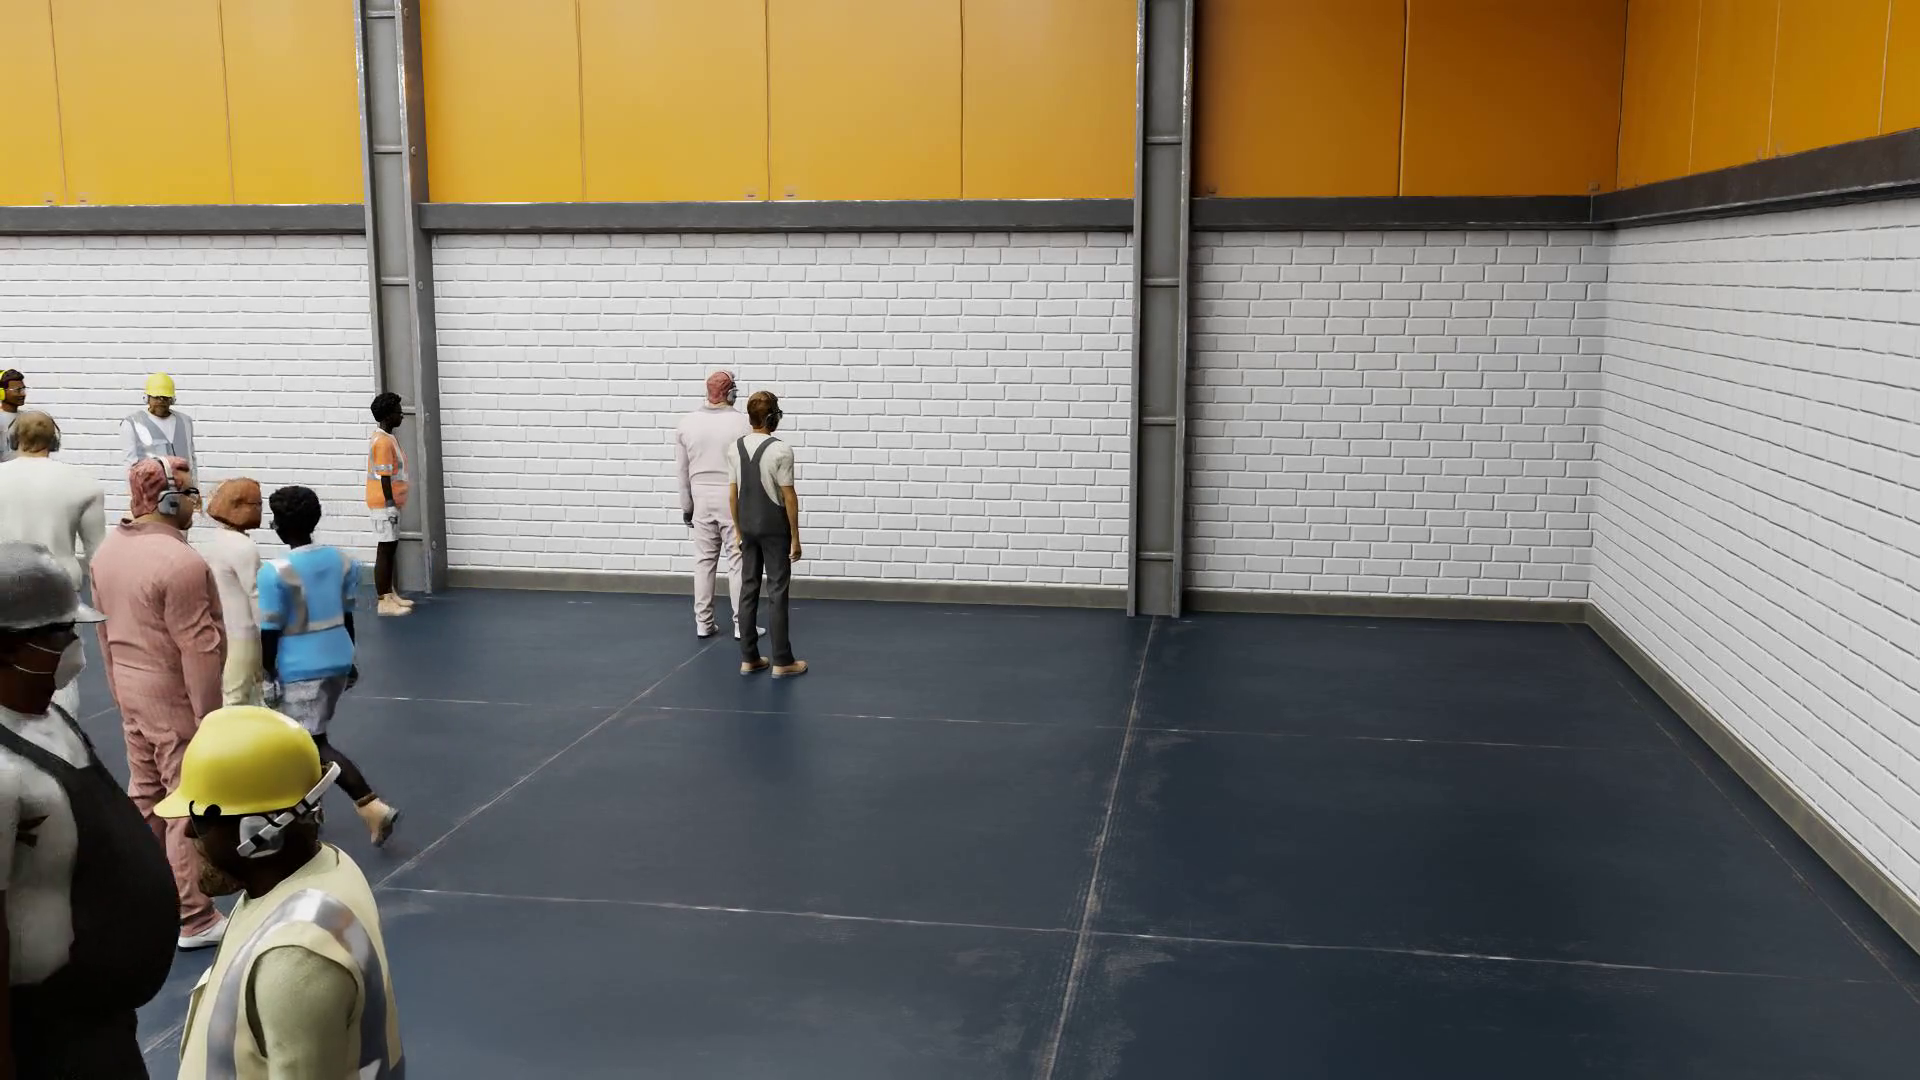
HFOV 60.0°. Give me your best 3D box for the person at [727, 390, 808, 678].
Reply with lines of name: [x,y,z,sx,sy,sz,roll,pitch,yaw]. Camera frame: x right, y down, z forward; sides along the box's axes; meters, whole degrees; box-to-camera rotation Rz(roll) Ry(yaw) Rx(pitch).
person: [-1.240,-0.034,10.660,0.508,1.846,0.344,5,10,27]

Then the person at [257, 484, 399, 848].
person: [-2.859,0.578,7.476,0.801,1.662,0.534,4,10,22]

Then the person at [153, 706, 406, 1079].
person: [-1.246,1.200,3.127,0.403,1.824,0.594,-4,10,-22]

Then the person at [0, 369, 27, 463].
person: [-7.119,-0.353,12.571,0.313,1.864,0.538,0,9,-3]

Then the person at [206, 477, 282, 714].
person: [-3.585,0.472,8.319,0.817,1.593,0.507,-7,11,-36]

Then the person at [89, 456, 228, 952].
person: [-3.025,0.623,6.424,0.652,1.904,0.404,6,11,35]

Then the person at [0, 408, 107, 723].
person: [-4.731,0.275,8.574,0.641,1.896,0.842,-5,10,-27]

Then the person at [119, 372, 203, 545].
person: [-6.156,-0.383,12.876,0.404,1.825,0.586,6,11,34]

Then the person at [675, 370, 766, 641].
person: [-1.663,-0.242,11.753,0.652,1.906,0.404,3,10,17]

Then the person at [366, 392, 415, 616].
person: [-4.331,-0.272,12.608,0.320,1.694,0.531,-2,9,-14]
